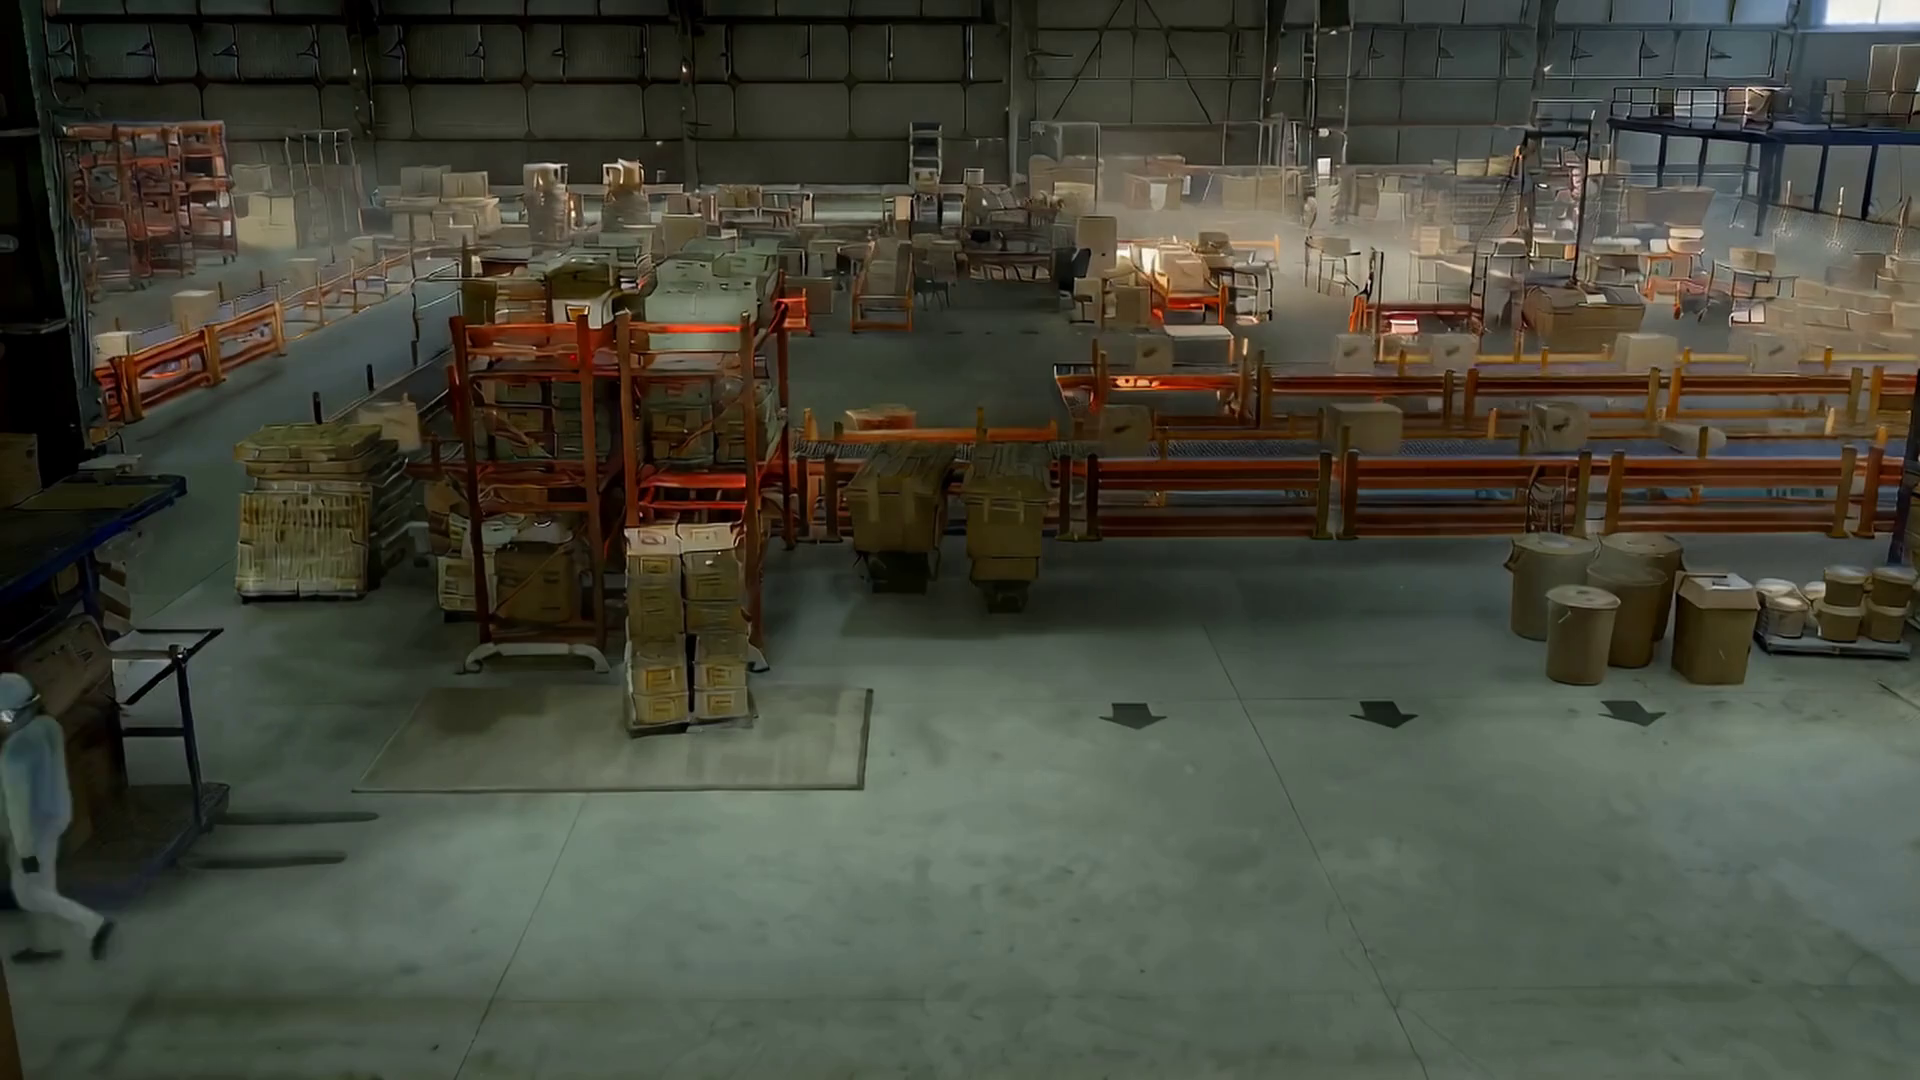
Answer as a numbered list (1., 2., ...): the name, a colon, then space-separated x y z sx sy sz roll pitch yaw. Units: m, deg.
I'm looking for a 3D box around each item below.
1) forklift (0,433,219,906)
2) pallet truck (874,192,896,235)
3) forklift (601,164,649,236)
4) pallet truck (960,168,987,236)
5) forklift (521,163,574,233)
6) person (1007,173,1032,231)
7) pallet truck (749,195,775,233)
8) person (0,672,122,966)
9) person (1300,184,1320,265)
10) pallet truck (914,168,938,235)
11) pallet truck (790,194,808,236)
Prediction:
1. forklift: -5.952 0.780 10.366 1.873 2.768 1.129 0 16 -1
2. pallet truck: -2.277 -9.986 50.594 0.653 1.274 1.630 0 16 -1
3. forklift: -9.948 -10.127 49.296 1.157 1.987 2.680 -1 16 -3
4. pallet truck: 0.383 -10.230 50.206 0.823 1.965 1.885 -1 16 -3
5. forklift: -12.233 -10.122 49.298 1.157 1.987 2.680 0 16 -1
6. person: 1.823 -9.974 49.547 0.956 1.871 0.636 -9 18 -28
7. pallet truck: -6.051 -9.967 50.660 0.680 1.201 1.601 0 16 -1
8. person: -5.170 1.602 9.408 0.630 1.815 0.598 -1 16 -5
9. person: 8.998 -8.113 42.774 0.385 2.040 0.605 10 19 31
10. pallet truck: -0.989 -10.316 50.507 0.823 1.965 1.885 1 16 3
11. pallet truck: -4.814 -9.883 50.259 0.704 1.261 1.522 -1 16 -3
